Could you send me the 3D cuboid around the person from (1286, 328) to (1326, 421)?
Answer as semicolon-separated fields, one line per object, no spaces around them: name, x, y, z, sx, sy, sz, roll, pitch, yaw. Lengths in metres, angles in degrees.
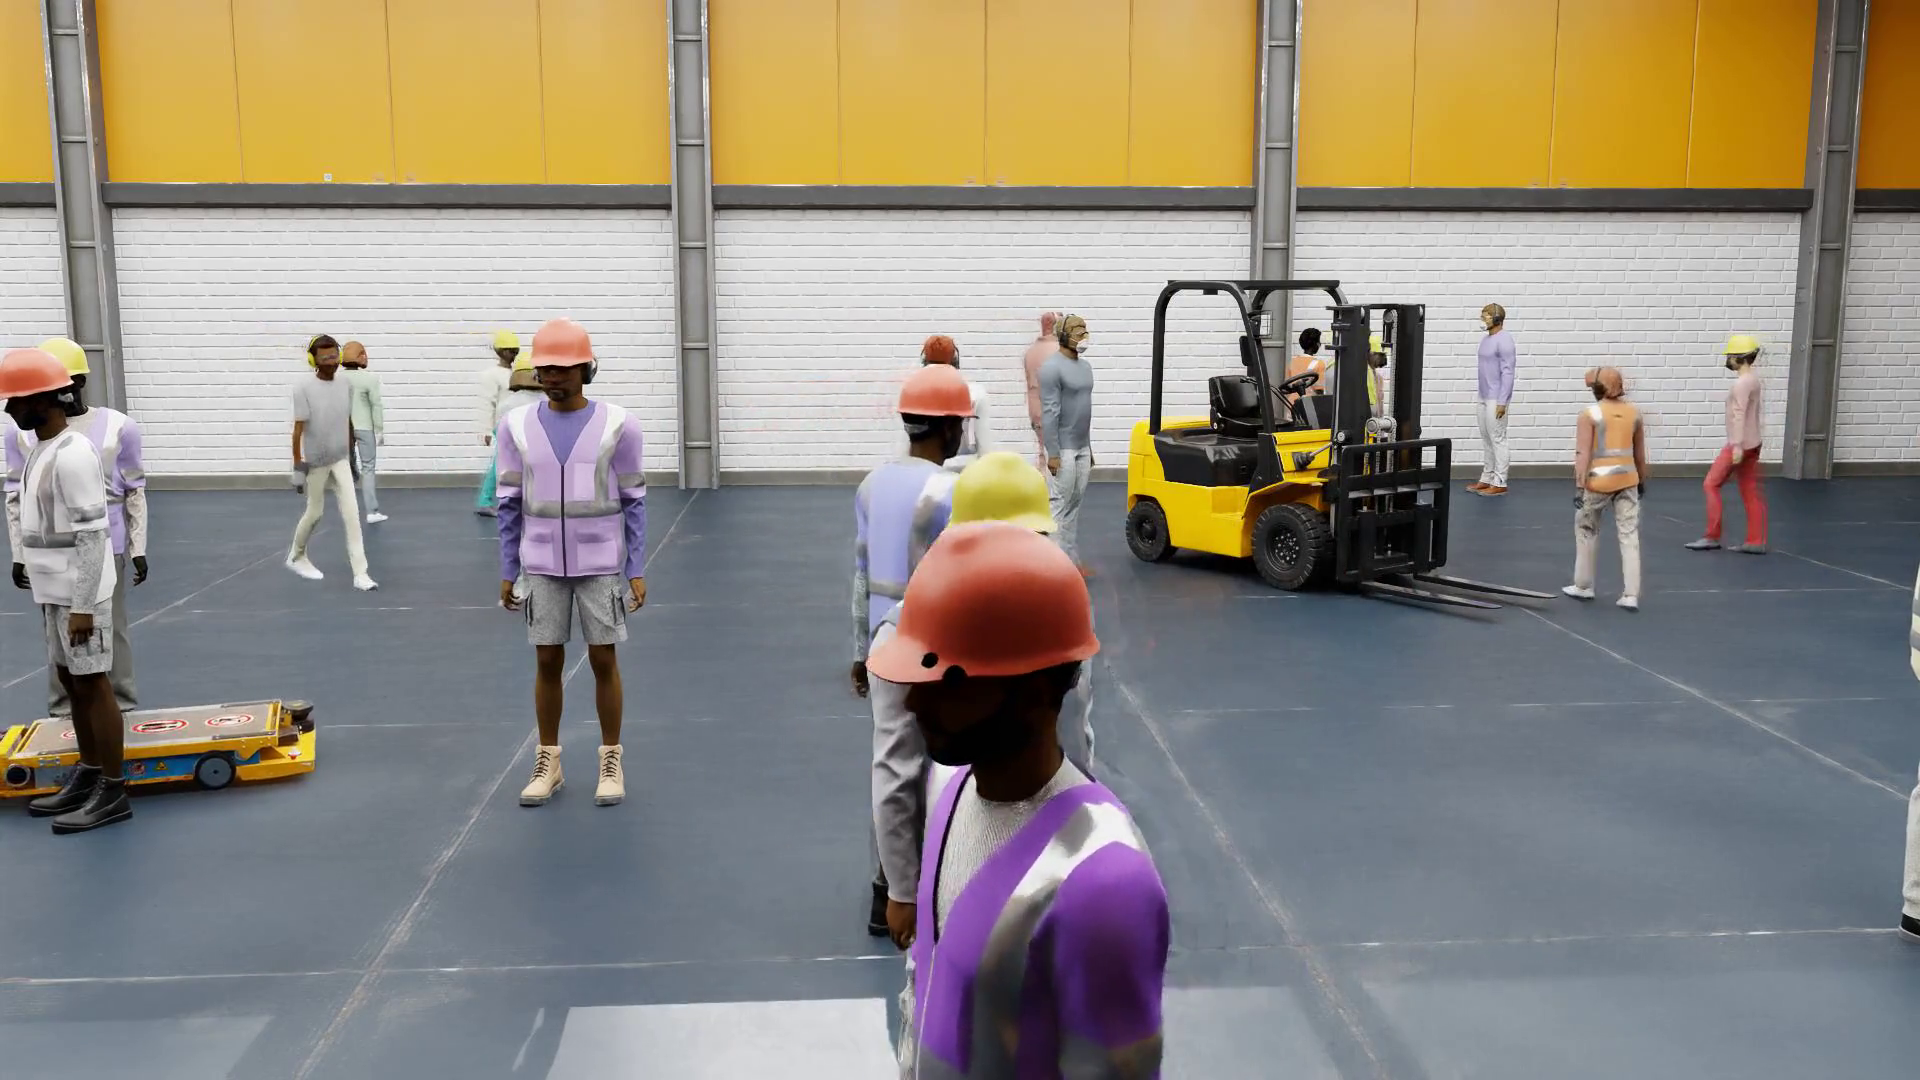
person;3.492;-1.297;16.809;0.321;1.691;0.532;-5;10;-29

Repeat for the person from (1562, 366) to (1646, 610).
person;4.322;-0.358;11.130;0.635;1.599;0.734;-2;9;-15

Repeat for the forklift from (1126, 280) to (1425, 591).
forklift;2.301;-0.860;12.475;1.214;2.155;2.313;-6;11;-35

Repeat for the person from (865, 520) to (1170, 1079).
person;0.165;0.901;2.343;0.879;1.909;0.549;-3;9;-17

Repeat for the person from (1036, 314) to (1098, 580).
person;0.783;-0.647;11.940;0.372;1.940;0.632;5;10;30

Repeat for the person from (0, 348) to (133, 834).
person;-3.579;0.203;6.630;0.385;1.929;0.547;-8;12;-41

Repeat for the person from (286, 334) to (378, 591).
person;-4.526;-0.562;11.846;0.967;1.815;0.595;7;12;38

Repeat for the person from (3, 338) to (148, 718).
person;-4.115;0.023;7.766;0.594;1.926;0.367;-3;9;-16

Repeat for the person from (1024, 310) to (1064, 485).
person;0.820;-1.151;15.231;0.515;1.895;0.663;-5;10;-27

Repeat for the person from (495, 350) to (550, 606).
person;-2.834;-0.387;10.997;0.507;1.716;0.477;-5;10;-30

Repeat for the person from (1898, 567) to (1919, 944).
person;3.349;0.438;5.462;0.404;1.829;0.600;9;13;43

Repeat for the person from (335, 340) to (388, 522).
person;-5.403;-0.967;14.905;0.507;1.632;0.269;1;9;7

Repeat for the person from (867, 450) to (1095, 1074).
person;0.081;0.709;3.754;0.592;1.834;0.404;-6;11;-32

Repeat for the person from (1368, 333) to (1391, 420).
person;3.392;-0.905;14.232;0.867;1.733;0.533;6;11;34

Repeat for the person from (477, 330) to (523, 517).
person;-4.050;-1.030;15.022;0.899;1.712;0.538;3;9;17

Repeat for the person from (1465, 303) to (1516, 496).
person;5.361;-1.408;16.716;0.359;1.938;0.632;0;9;-2

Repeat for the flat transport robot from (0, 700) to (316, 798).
flat transport robot;-3.608;0.920;7.318;1.431;0.197;0.652;-3;10;-20

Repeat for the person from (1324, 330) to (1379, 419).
person;3.160;-0.839;13.450;0.429;1.843;0.627;6;11;32

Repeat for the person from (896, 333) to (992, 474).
person;-0.100;-0.319;10.113;0.604;1.868;0.634;1;9;7

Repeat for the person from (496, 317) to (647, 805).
person;-1.616;0.102;6.916;0.616;2.040;0.380;0;9;0

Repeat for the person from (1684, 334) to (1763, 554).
person;6.113;-0.756;13.232;0.684;1.742;0.546;7;11;38

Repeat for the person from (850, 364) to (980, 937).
person;-0.053;0.364;5.663;0.747;1.908;0.560;-7;11;-36
